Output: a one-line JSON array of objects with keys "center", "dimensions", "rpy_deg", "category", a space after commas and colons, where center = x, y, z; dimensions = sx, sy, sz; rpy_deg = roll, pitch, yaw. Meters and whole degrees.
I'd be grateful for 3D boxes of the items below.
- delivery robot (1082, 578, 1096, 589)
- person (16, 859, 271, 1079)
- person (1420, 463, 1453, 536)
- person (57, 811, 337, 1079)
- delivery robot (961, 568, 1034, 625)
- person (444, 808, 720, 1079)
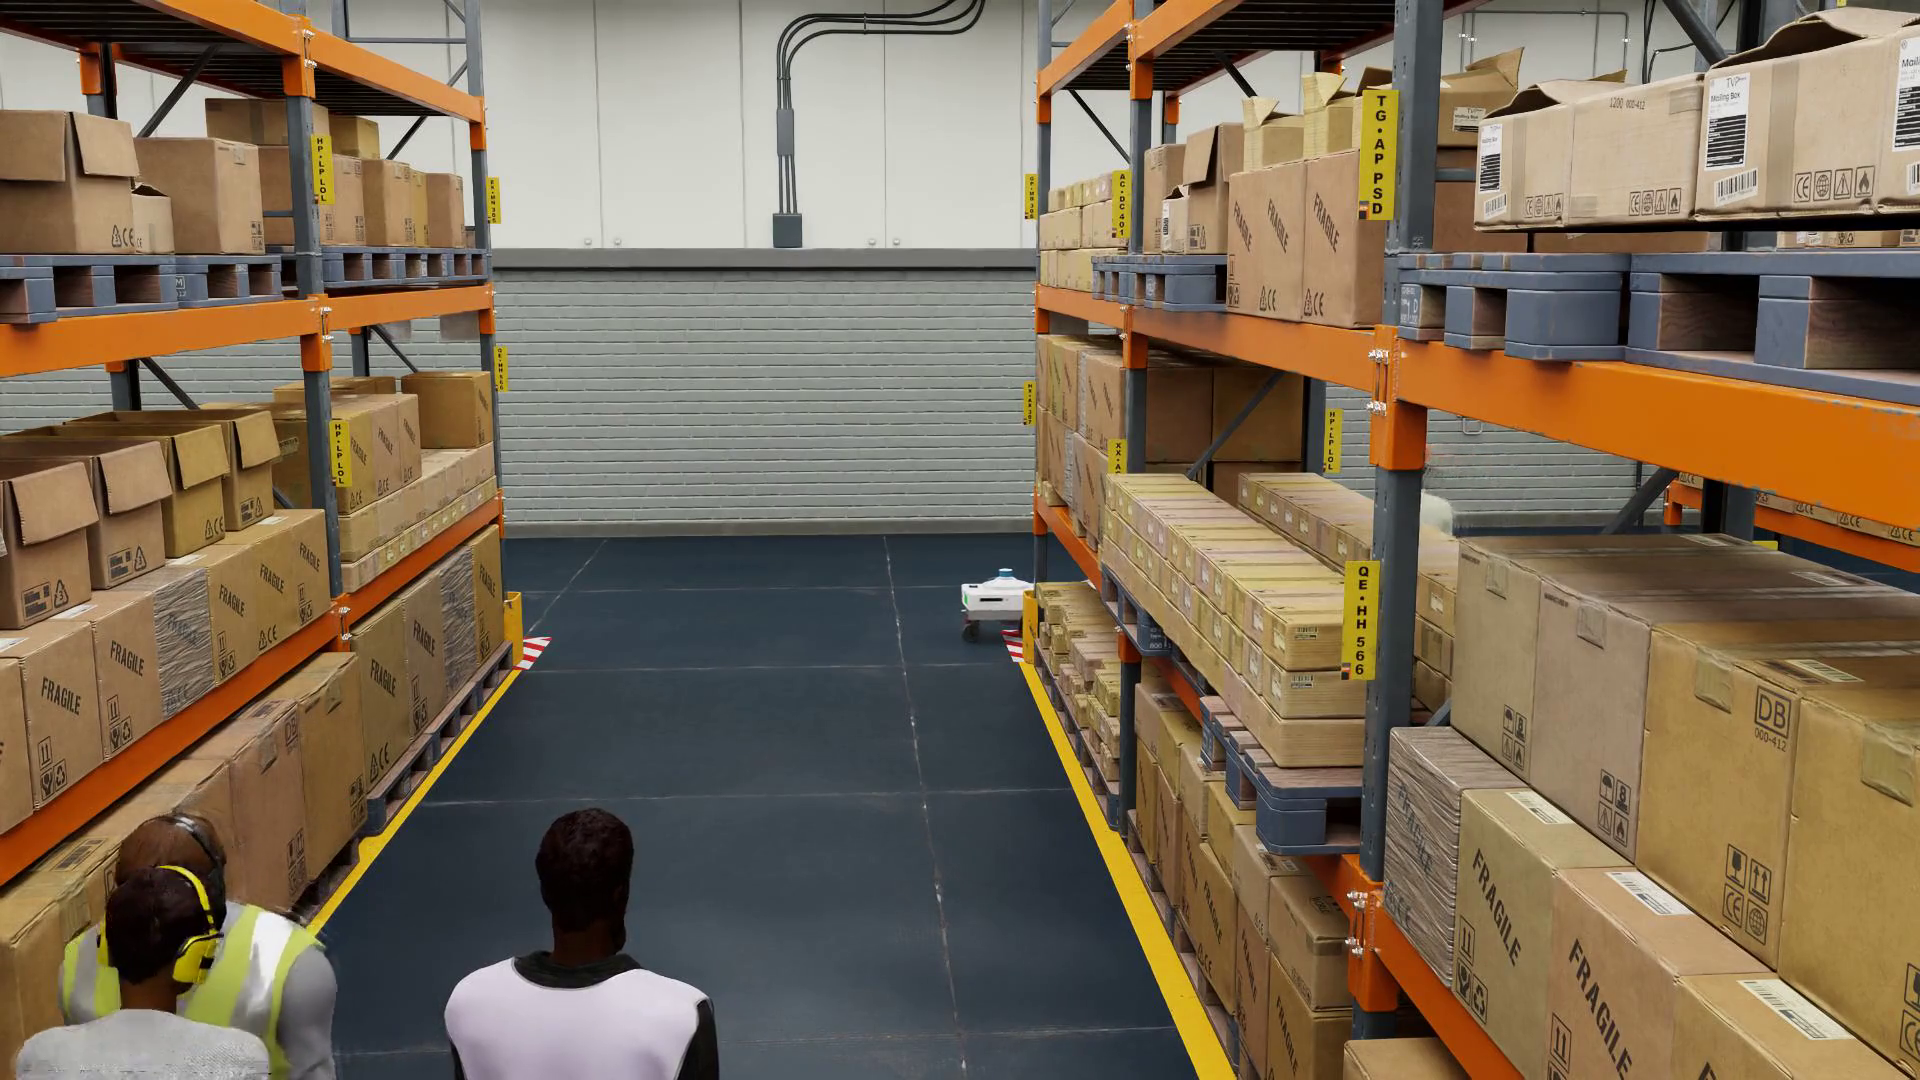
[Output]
[{"center": [1.057, 0.491, 13.146], "dimensions": [0.707, 0.478, 0.477], "rpy_deg": [-6, 11, -30], "category": "delivery robot"}, {"center": [-1.619, 1.557, 3.409], "dimensions": [0.667, 1.824, 0.792], "rpy_deg": [-1, 10, -3], "category": "person"}, {"center": [2.698, 0.365, 10.006], "dimensions": [0.627, 1.971, 0.771], "rpy_deg": [-2, 10, -13], "category": "person"}, {"center": [-1.746, 1.478, 3.922], "dimensions": [0.621, 1.821, 0.722], "rpy_deg": [0, 10, 1], "category": "person"}, {"center": [0.363, 0.471, 13.262], "dimensions": [0.707, 0.478, 0.477], "rpy_deg": [0, 10, -2], "category": "delivery robot"}, {"center": [-0.758, 1.500, 3.483], "dimensions": [0.592, 1.916, 0.392], "rpy_deg": [2, 10, 10], "category": "person"}]
